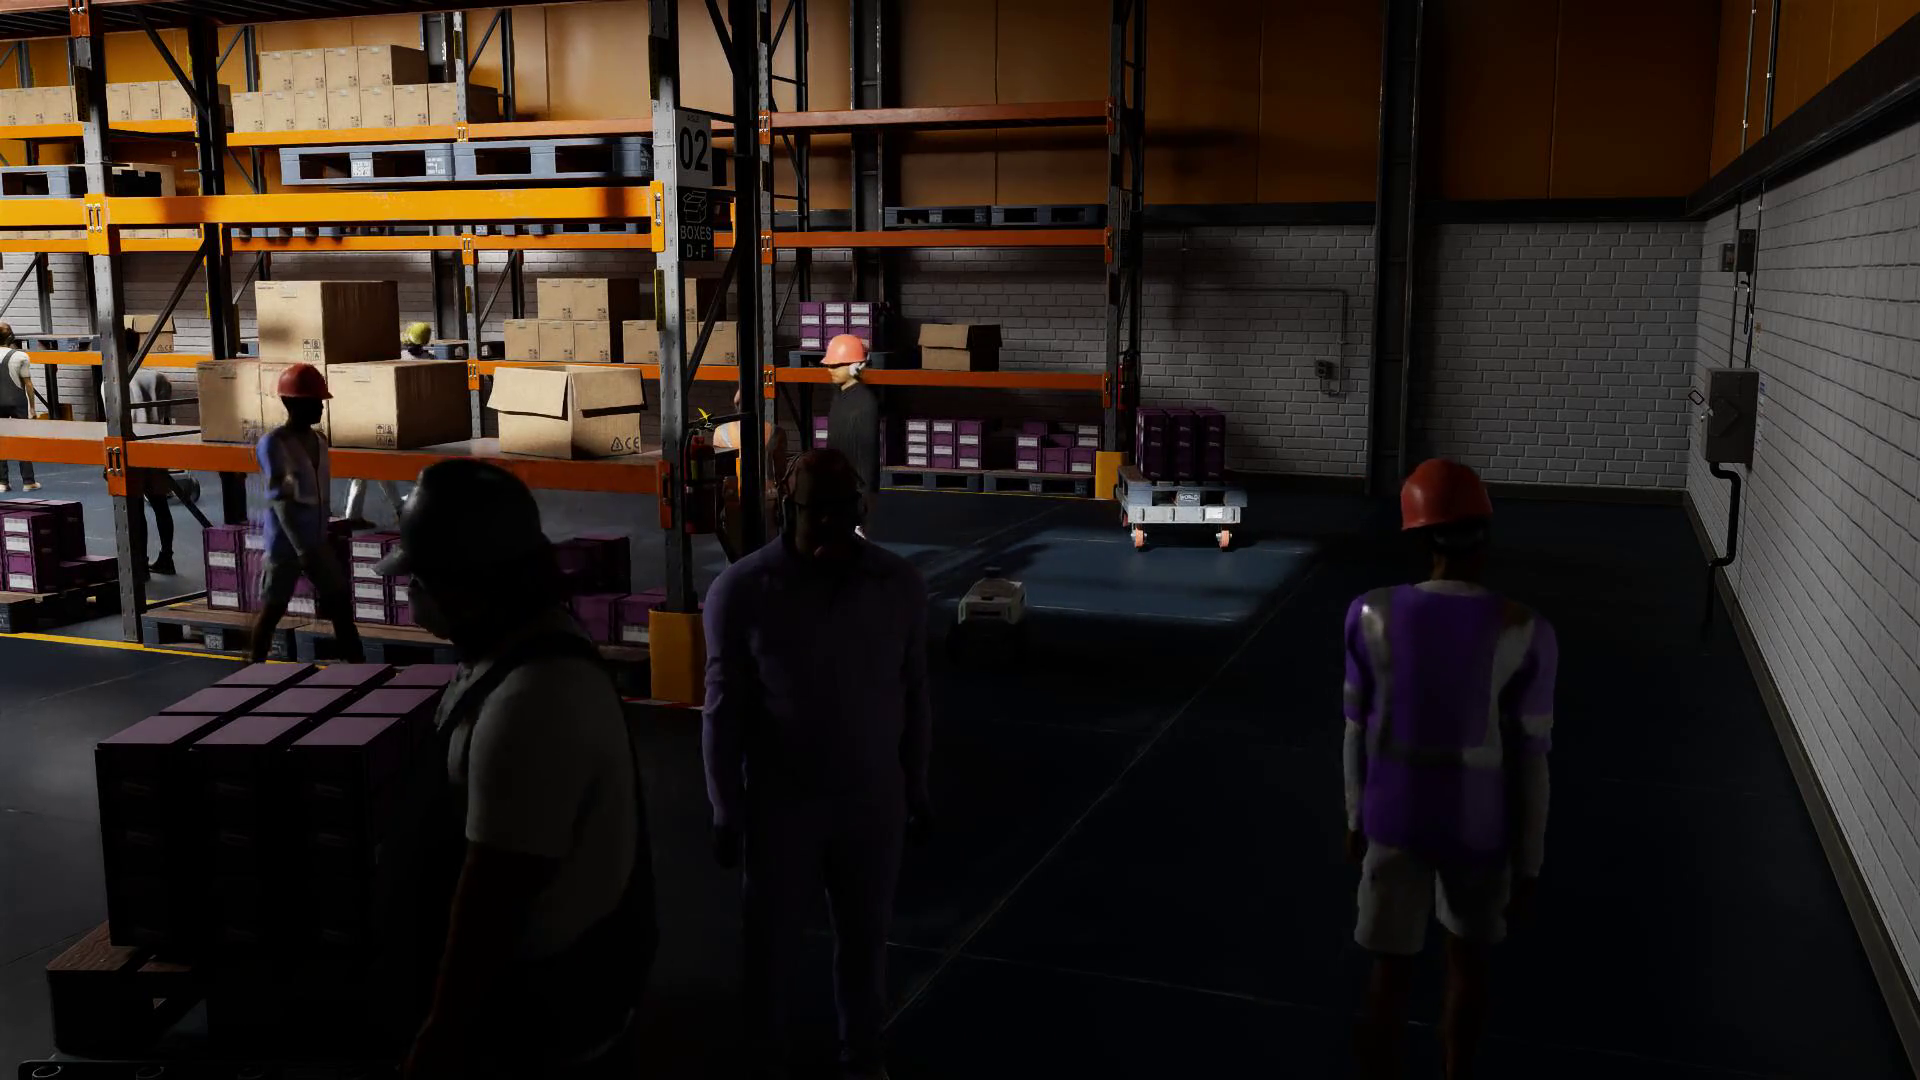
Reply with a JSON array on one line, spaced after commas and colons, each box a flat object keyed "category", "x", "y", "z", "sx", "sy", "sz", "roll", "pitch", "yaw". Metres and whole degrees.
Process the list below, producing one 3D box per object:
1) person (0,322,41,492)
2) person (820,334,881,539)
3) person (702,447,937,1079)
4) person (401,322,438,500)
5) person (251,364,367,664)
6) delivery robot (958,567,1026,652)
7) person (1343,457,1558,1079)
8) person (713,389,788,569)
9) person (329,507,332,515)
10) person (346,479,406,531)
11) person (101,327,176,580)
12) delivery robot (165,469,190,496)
[{"category": "person", "x": -10.340, "y": -1.438, "z": 18.098, "sx": 0.513, "sy": 1.845, "sz": 0.334, "roll": -2, "pitch": 9, "yaw": -14}, {"category": "person", "x": -0.728, "y": -0.334, "z": 10.739, "sx": 0.446, "sy": 1.984, "sz": 0.654, "roll": -4, "pitch": 10, "yaw": -26}, {"category": "person", "x": -0.363, "y": 0.697, "z": 4.506, "sx": 0.652, "sy": 1.906, "sz": 0.402, "roll": -4, "pitch": 10, "yaw": -21}, {"category": "person", "x": -5.595, "y": -1.299, "z": 17.147, "sx": 0.682, "sy": 1.880, "sz": 0.371, "roll": 6, "pitch": 11, "yaw": 34}, {"category": "person", "x": -3.509, "y": 0.000, "z": 8.964, "sx": 1.012, "sy": 1.881, "sz": 0.545, "roll": 3, "pitch": 10, "yaw": 20}, {"category": "delivery robot", "x": 0.203, "y": 0.411, "z": 10.231, "sx": 0.477, "sy": 0.478, "sz": 0.707, "roll": 1, "pitch": 9, "yaw": 9}, {"category": "person", "x": 1.219, "y": 0.744, "z": 4.257, "sx": 0.535, "sy": 1.902, "sz": 0.901, "roll": 3, "pitch": 10, "yaw": 21}, {"category": "person", "x": -1.398, "y": -0.219, "z": 11.085, "sx": 0.514, "sy": 1.643, "sz": 0.307, "roll": -1, "pitch": 9, "yaw": -5}, {"category": "person", "x": -6.384, "y": -1.197, "z": 16.310, "sx": 0.376, "sy": 1.934, "sz": 0.547, "roll": -3, "pitch": 10, "yaw": -19}, {"category": "person", "x": -5.418, "y": -1.032, "z": 15.558, "sx": 0.601, "sy": 1.837, "sz": 0.956, "roll": 8, "pitch": 12, "yaw": 43}, {"category": "person", "x": -6.381, "y": -0.668, "z": 12.911, "sx": 0.368, "sy": 1.958, "sz": 0.602, "roll": 3, "pitch": 10, "yaw": 20}, {"category": "delivery robot", "x": -8.287, "y": -0.699, "z": 17.203, "sx": 0.707, "sy": 0.478, "sz": 0.477, "roll": 7, "pitch": 11, "yaw": 37}]
